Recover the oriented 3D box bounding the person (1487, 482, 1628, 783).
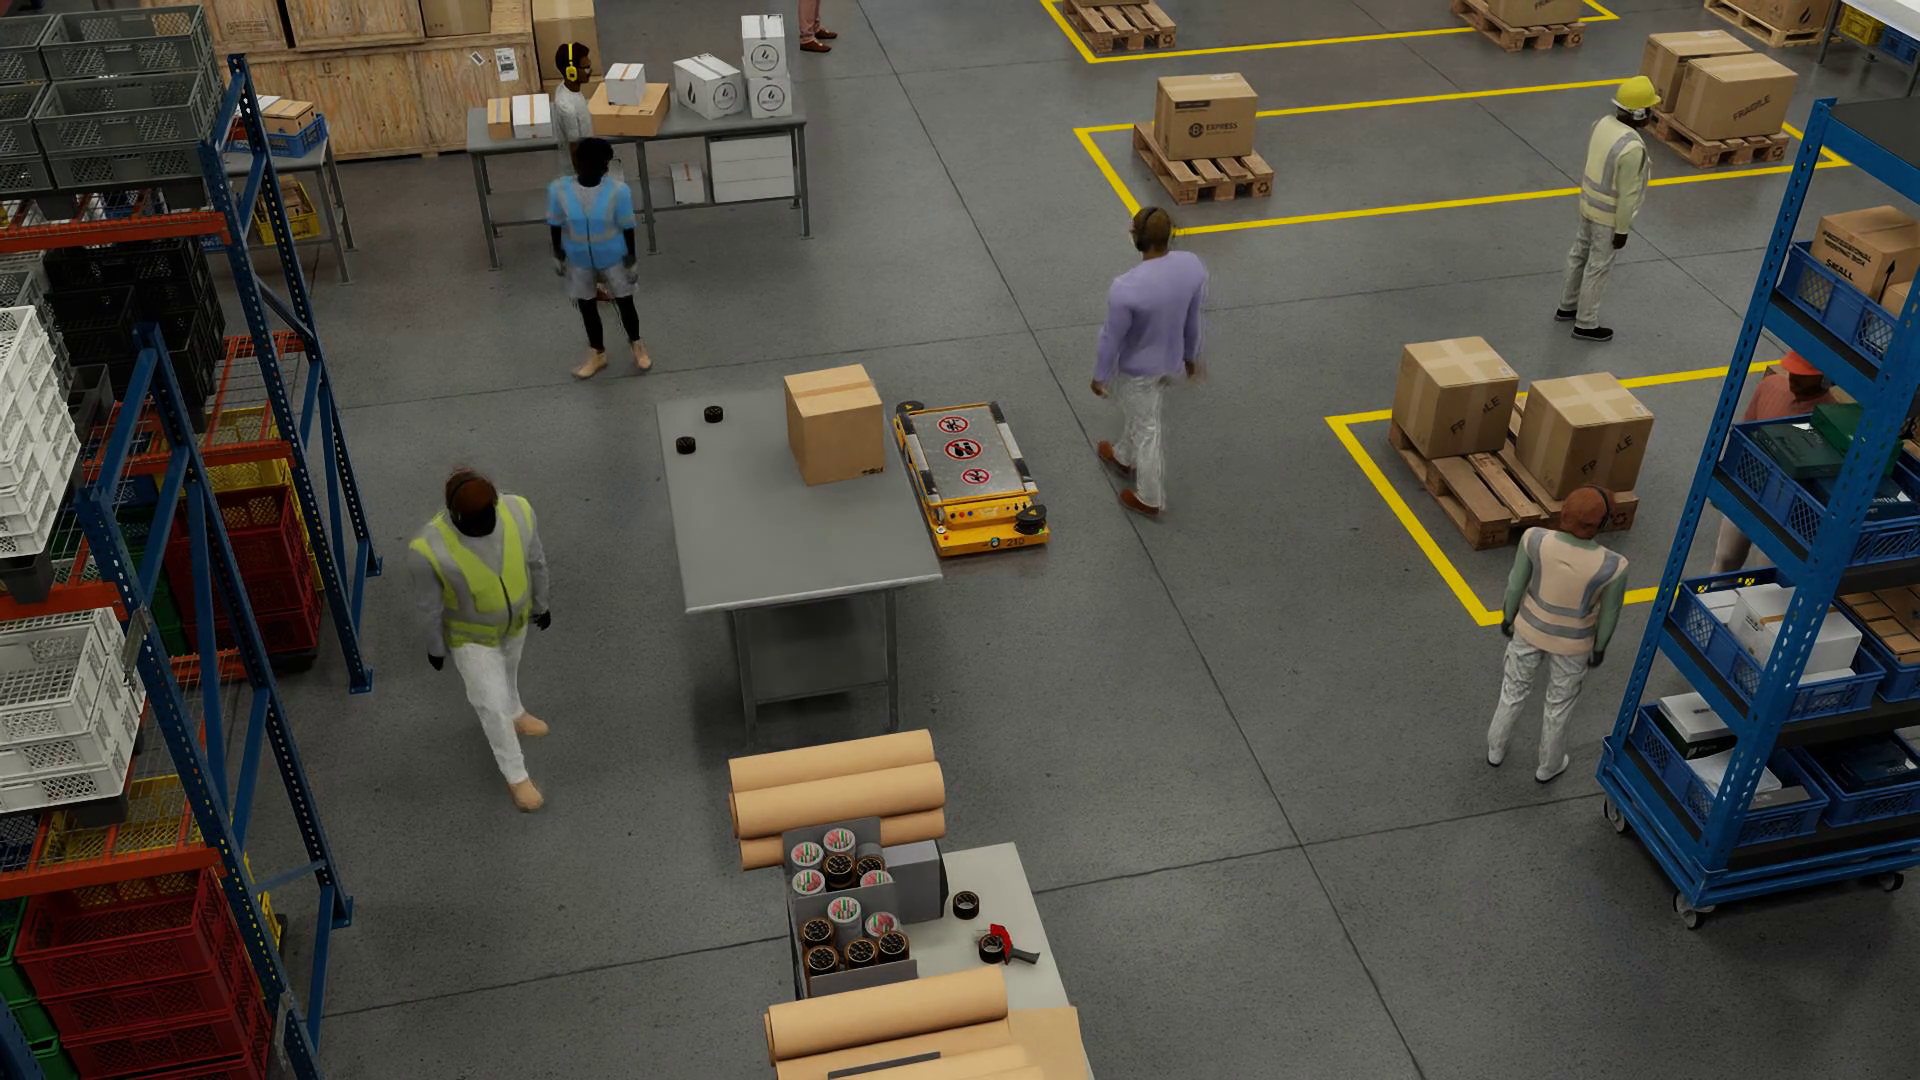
[{"bbox_3d":[2.777,0.446,7.791,0.515,1.640,0.314,23,42,27],"label":"person"}]

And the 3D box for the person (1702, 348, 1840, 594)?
[{"bbox_3d":[4.045,-0.174,8.331,0.381,1.994,0.622,-17,40,-21],"label":"person"}]

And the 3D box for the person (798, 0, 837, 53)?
[{"bbox_3d":[-1.376,-5.601,15.707,0.401,1.899,0.646,3,37,4],"label":"person"}]

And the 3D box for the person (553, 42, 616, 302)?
[{"bbox_3d":[-2.639,-2.568,11.663,0.316,1.861,0.516,-6,37,-7],"label":"person"}]

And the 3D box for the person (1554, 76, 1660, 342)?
[{"bbox_3d":[4.387,-2.237,11.234,0.404,1.837,0.595,-4,37,-6],"label":"person"}]

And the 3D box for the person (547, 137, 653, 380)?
[{"bbox_3d":[-2.345,-1.833,10.825,0.589,1.681,0.339,-1,37,-1],"label":"person"}]

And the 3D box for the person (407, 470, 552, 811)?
[{"bbox_3d":[-2.182,0.394,7.747,0.707,1.797,0.634,29,45,33],"label":"person"}]

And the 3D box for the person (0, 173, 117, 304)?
[{"bbox_3d":[-5.655,-1.775,10.574,0.339,1.882,0.584,23,42,28],"label":"person"}]

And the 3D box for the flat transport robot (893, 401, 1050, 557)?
[{"bbox_3d":[0.046,-0.430,10.108,0.652,0.197,1.431,-8,37,-10],"label":"flat transport robot"}]

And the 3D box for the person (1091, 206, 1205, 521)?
[{"bbox_3d":[0.985,-1.071,9.607,0.655,1.909,0.832,-25,43,-29],"label":"person"}]
